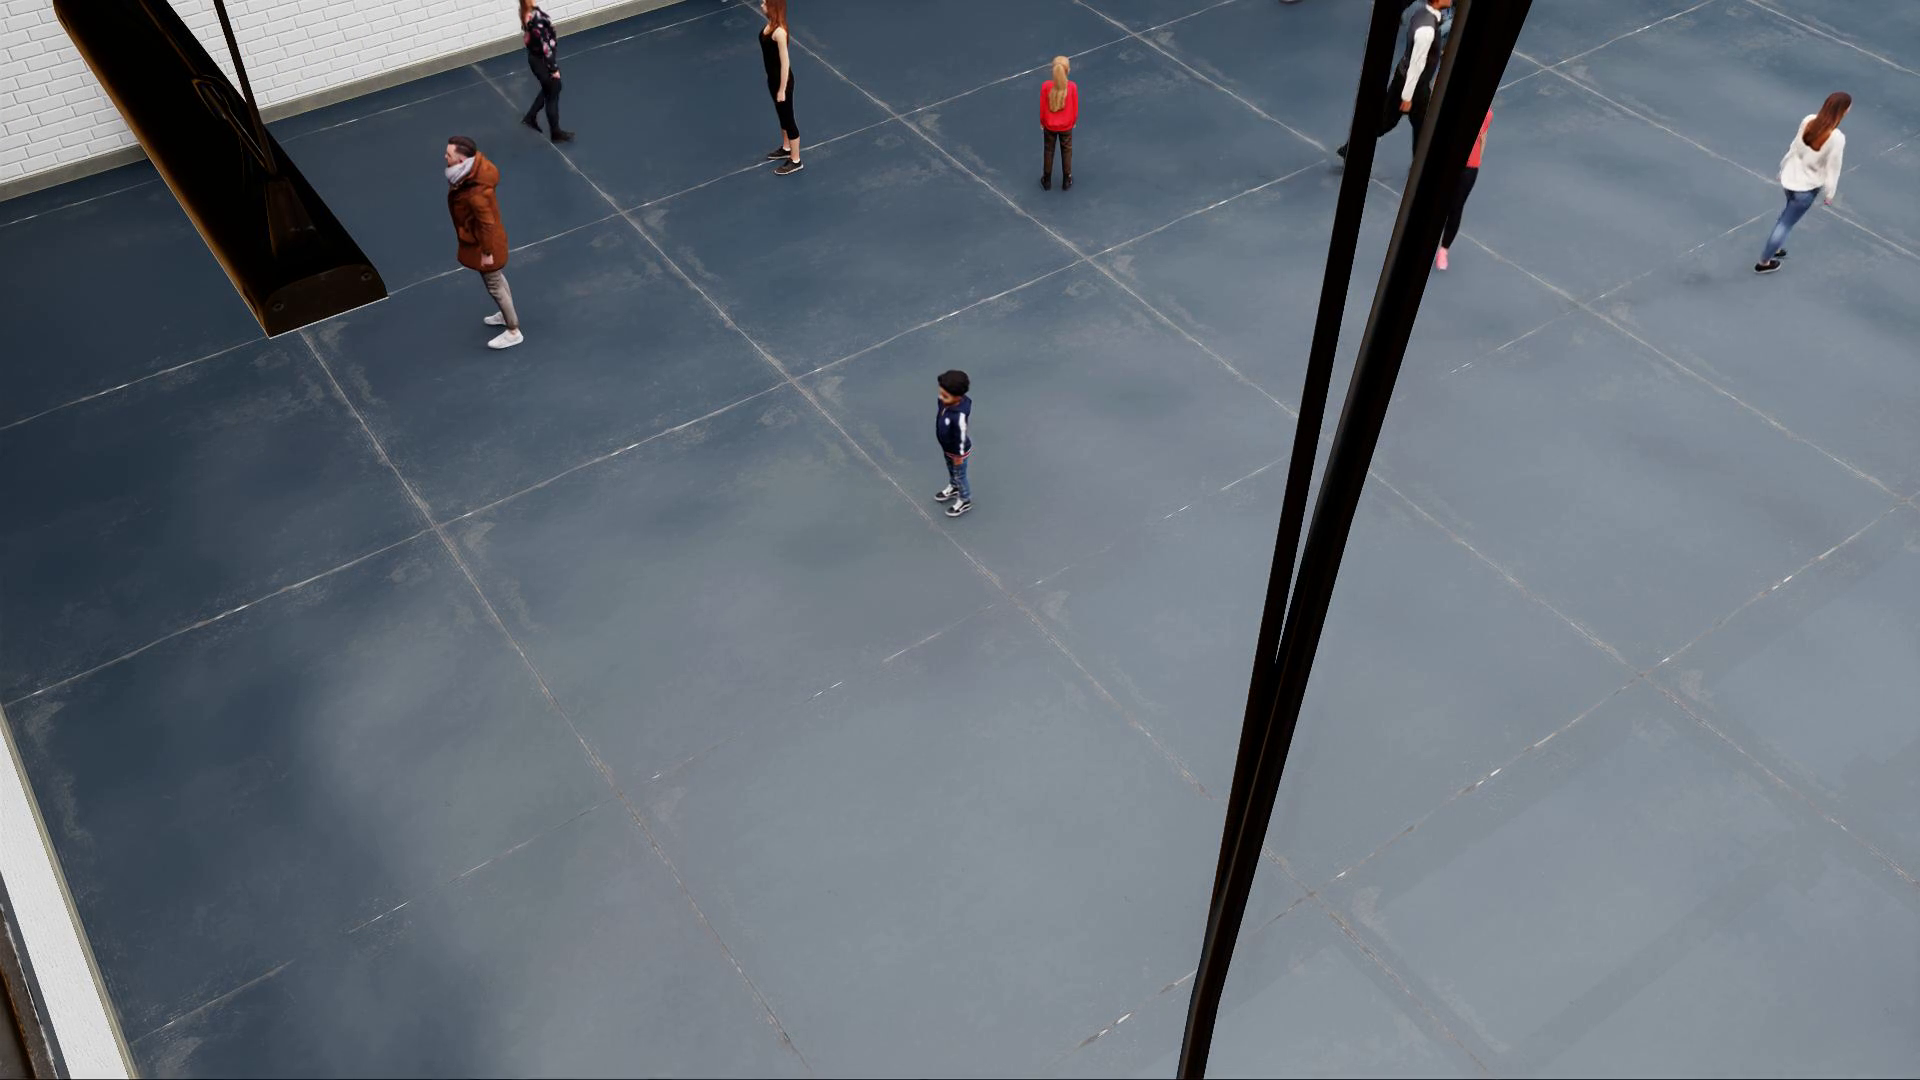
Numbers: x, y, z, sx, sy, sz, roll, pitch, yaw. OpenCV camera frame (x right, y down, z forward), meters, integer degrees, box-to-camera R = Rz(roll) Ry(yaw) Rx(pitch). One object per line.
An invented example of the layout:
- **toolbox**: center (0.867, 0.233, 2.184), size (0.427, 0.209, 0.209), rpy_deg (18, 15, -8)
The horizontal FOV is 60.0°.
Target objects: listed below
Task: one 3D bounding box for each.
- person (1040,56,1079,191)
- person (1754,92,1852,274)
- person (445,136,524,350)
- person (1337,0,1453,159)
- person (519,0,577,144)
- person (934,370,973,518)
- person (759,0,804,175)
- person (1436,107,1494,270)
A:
- **person**: center (0.886, -3.753, 14.980), size (0.576, 1.282, 0.645), rpy_deg (3, 44, 3)
- **person**: center (6.940, -2.935, 13.831), size (0.708, 1.682, 0.732), rpy_deg (-13, 45, -13)
- **person**: center (-3.743, -2.362, 13.118), size (0.811, 1.837, 0.804), rpy_deg (-11, 45, -11)
- **person**: center (3.946, -4.088, 14.896), size (1.328, 1.882, 1.221), rpy_deg (3, 44, 3)
- **person**: center (-3.936, -4.417, 15.393), size (0.767, 1.673, 0.661), rpy_deg (-16, 46, -16)
- **person**: center (-0.035, -0.710, 11.829), size (0.510, 1.221, 0.539), rpy_deg (-18, 47, -18)
- **person**: center (-1.629, -4.174, 15.099), size (0.591, 1.726, 0.628), rpy_deg (-14, 45, -14)
- **person**: center (4.181, -3.210, 14.135), size (1.080, 1.660, 1.153), rpy_deg (8, 44, 8)
